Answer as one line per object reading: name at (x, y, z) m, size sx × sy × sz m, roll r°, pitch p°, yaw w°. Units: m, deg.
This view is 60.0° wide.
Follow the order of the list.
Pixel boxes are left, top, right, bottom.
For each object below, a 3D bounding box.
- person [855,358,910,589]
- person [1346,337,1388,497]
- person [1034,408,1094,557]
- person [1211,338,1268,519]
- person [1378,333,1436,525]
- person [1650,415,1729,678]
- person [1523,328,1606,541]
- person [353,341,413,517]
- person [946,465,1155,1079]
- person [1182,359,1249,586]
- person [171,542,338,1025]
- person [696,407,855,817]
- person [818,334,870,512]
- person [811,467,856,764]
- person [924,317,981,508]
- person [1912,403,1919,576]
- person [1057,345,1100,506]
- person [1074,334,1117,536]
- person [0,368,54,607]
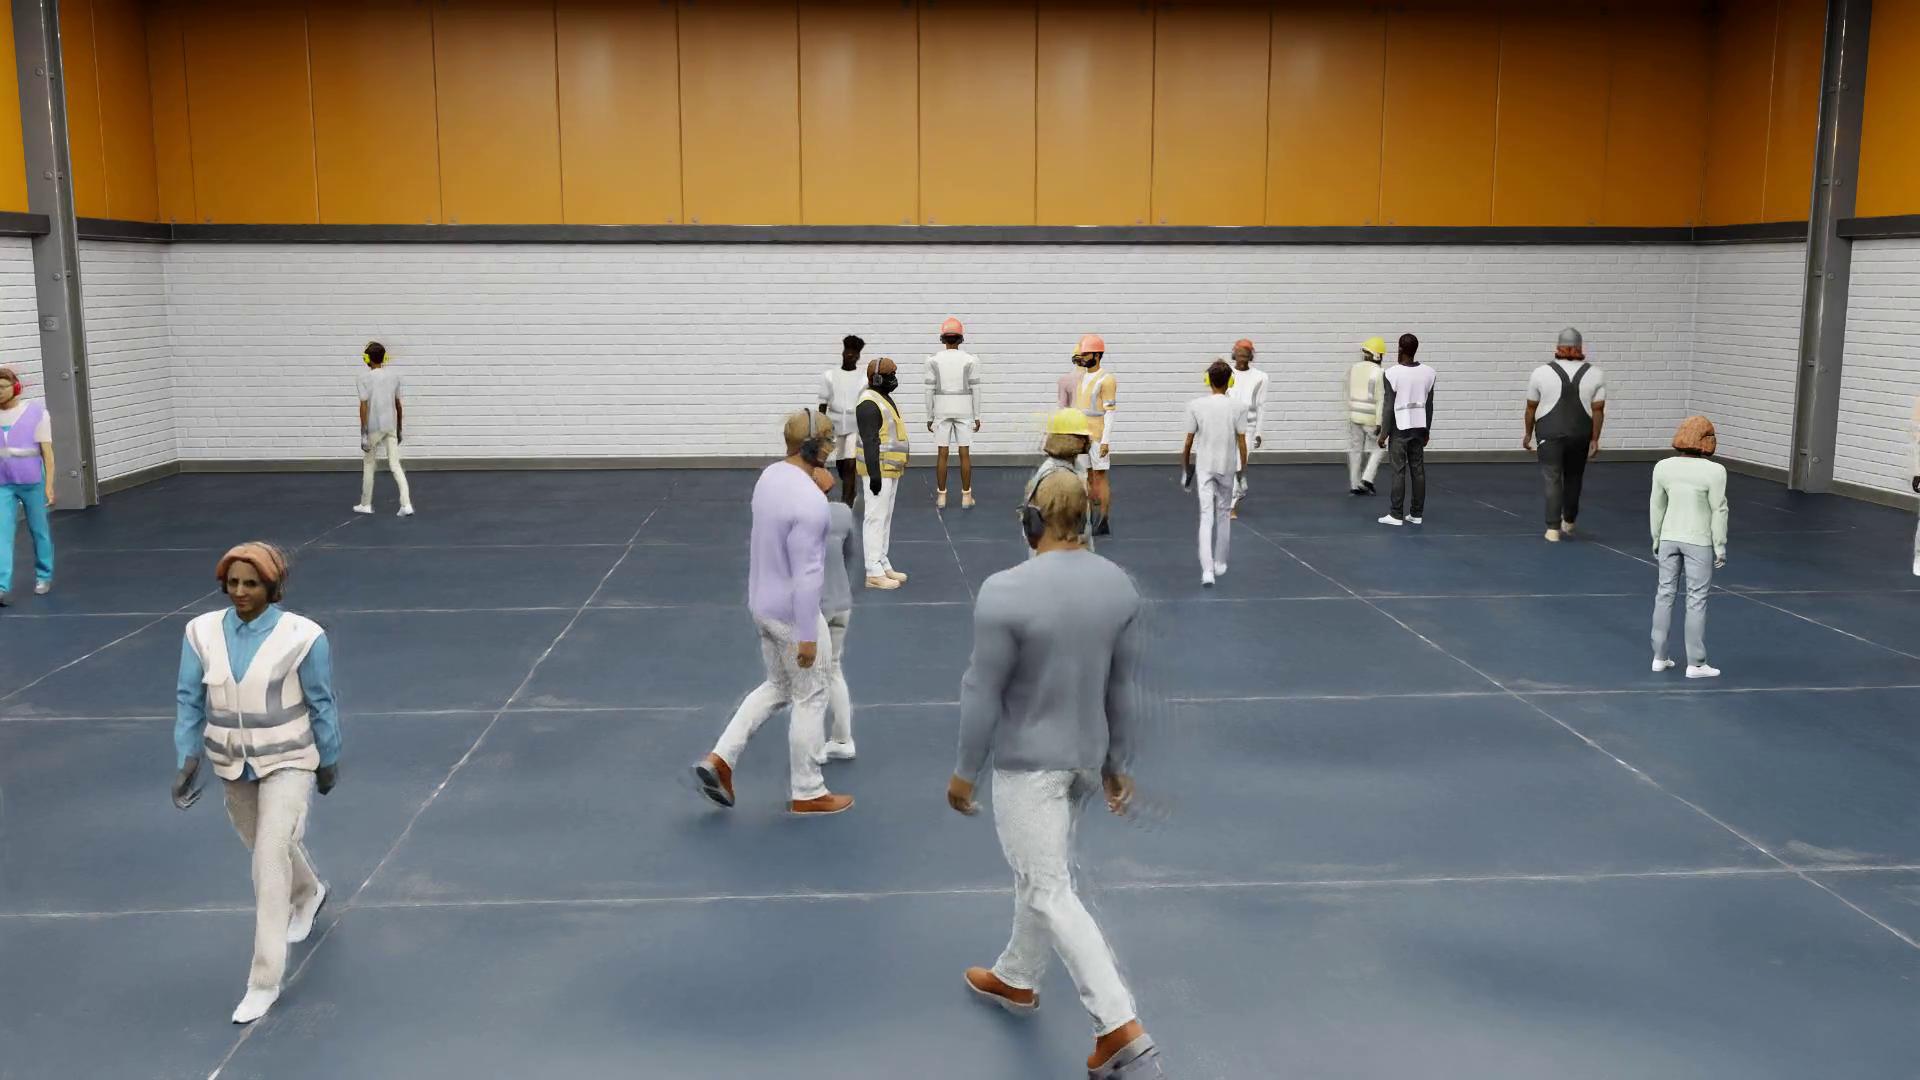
person at (-0.618, -0.541, 13.379) m, size 0.429 × 1.844 × 0.626 m, roll 2°, pitch 9°, yaw 10°
person at (4.585, -1.376, 18.733) m, size 0.429 × 1.811 × 0.608 m, roll -7°, pitch 12°, yaw -39°
person at (0.653, 0.096, 9.700) m, size 0.454 × 1.727 × 0.506 m, roll 5°, pitch 10°, yaw 29°
person at (2.855, -1.148, 17.130) m, size 0.582 × 1.859 × 0.479 m, roll 0°, pitch 9°, yaw 3°
person at (4.472, -1.103, 16.668) m, size 0.589 × 1.919 × 0.393 m, roll -3°, pitch 10°, yaw -20°
person at (4.549, 0.038, 10.392) m, size 0.281 × 1.634 × 0.498 m, roll -6°, pitch 11°, yaw -34°
person at (5.755, -1.044, 15.914) m, size 0.695 × 2.000 × 0.979 m, roll 2°, pitch 9°, yaw 11°
person at (-6.015, -1.148, 17.282) m, size 0.537 × 1.820 × 0.954 m, roll -9°, pitch 12°, yaw -43°
person at (0.327, 0.712, 5.314) m, size 0.628 × 1.911 × 0.953 m, roll -8°, pitch 12°, yaw -42°
person at (2.075, -0.556, 13.555) m, size 0.538 × 1.827 × 0.967 m, roll 2°, pitch 9°, yaw 10°
person at (-2.435, 0.774, 5.885) m, size 0.504 × 1.596 × 0.861 m, roll 1°, pitch 9°, yaw 7°
person at (-0.848, 0.347, 7.589) m, size 0.662 × 1.917 × 0.651 m, roll -5°, pitch 10°, yaw -27°
person at (-1.138, -1.169, 17.125) m, size 0.609 × 1.915 × 0.995 m, roll 1°, pitch 9°, yaw 9°
person at (-0.736, 0.360, 8.412) m, size 0.346 × 1.605 × 0.533 m, roll 9°, pitch 13°, yaw 44°
person at (-0.076, -1.358, 17.866) m, size 0.608 × 2.048 × 0.365 m, roll 1°, pitch 9°, yaw 4°
person at (8.020, -0.571, 13.472) m, size 0.601 × 1.881 × 0.995 m, roll 3°, pitch 10°, yaw 20°
person at (1.320, -1.248, 18.054) m, size 0.523 × 1.769 × 0.320 m, roll 1°, pitch 9°, yaw 9°
person at (1.261, -1.006, 15.997) m, size 0.360 × 1.939 × 0.543 m, roll -5°, pitch 11°, yaw -31°
person at (-7.205, -0.410, 12.694) m, size 0.591 × 1.790 × 0.966 m, roll -2°, pitch 9°, yaw -13°
